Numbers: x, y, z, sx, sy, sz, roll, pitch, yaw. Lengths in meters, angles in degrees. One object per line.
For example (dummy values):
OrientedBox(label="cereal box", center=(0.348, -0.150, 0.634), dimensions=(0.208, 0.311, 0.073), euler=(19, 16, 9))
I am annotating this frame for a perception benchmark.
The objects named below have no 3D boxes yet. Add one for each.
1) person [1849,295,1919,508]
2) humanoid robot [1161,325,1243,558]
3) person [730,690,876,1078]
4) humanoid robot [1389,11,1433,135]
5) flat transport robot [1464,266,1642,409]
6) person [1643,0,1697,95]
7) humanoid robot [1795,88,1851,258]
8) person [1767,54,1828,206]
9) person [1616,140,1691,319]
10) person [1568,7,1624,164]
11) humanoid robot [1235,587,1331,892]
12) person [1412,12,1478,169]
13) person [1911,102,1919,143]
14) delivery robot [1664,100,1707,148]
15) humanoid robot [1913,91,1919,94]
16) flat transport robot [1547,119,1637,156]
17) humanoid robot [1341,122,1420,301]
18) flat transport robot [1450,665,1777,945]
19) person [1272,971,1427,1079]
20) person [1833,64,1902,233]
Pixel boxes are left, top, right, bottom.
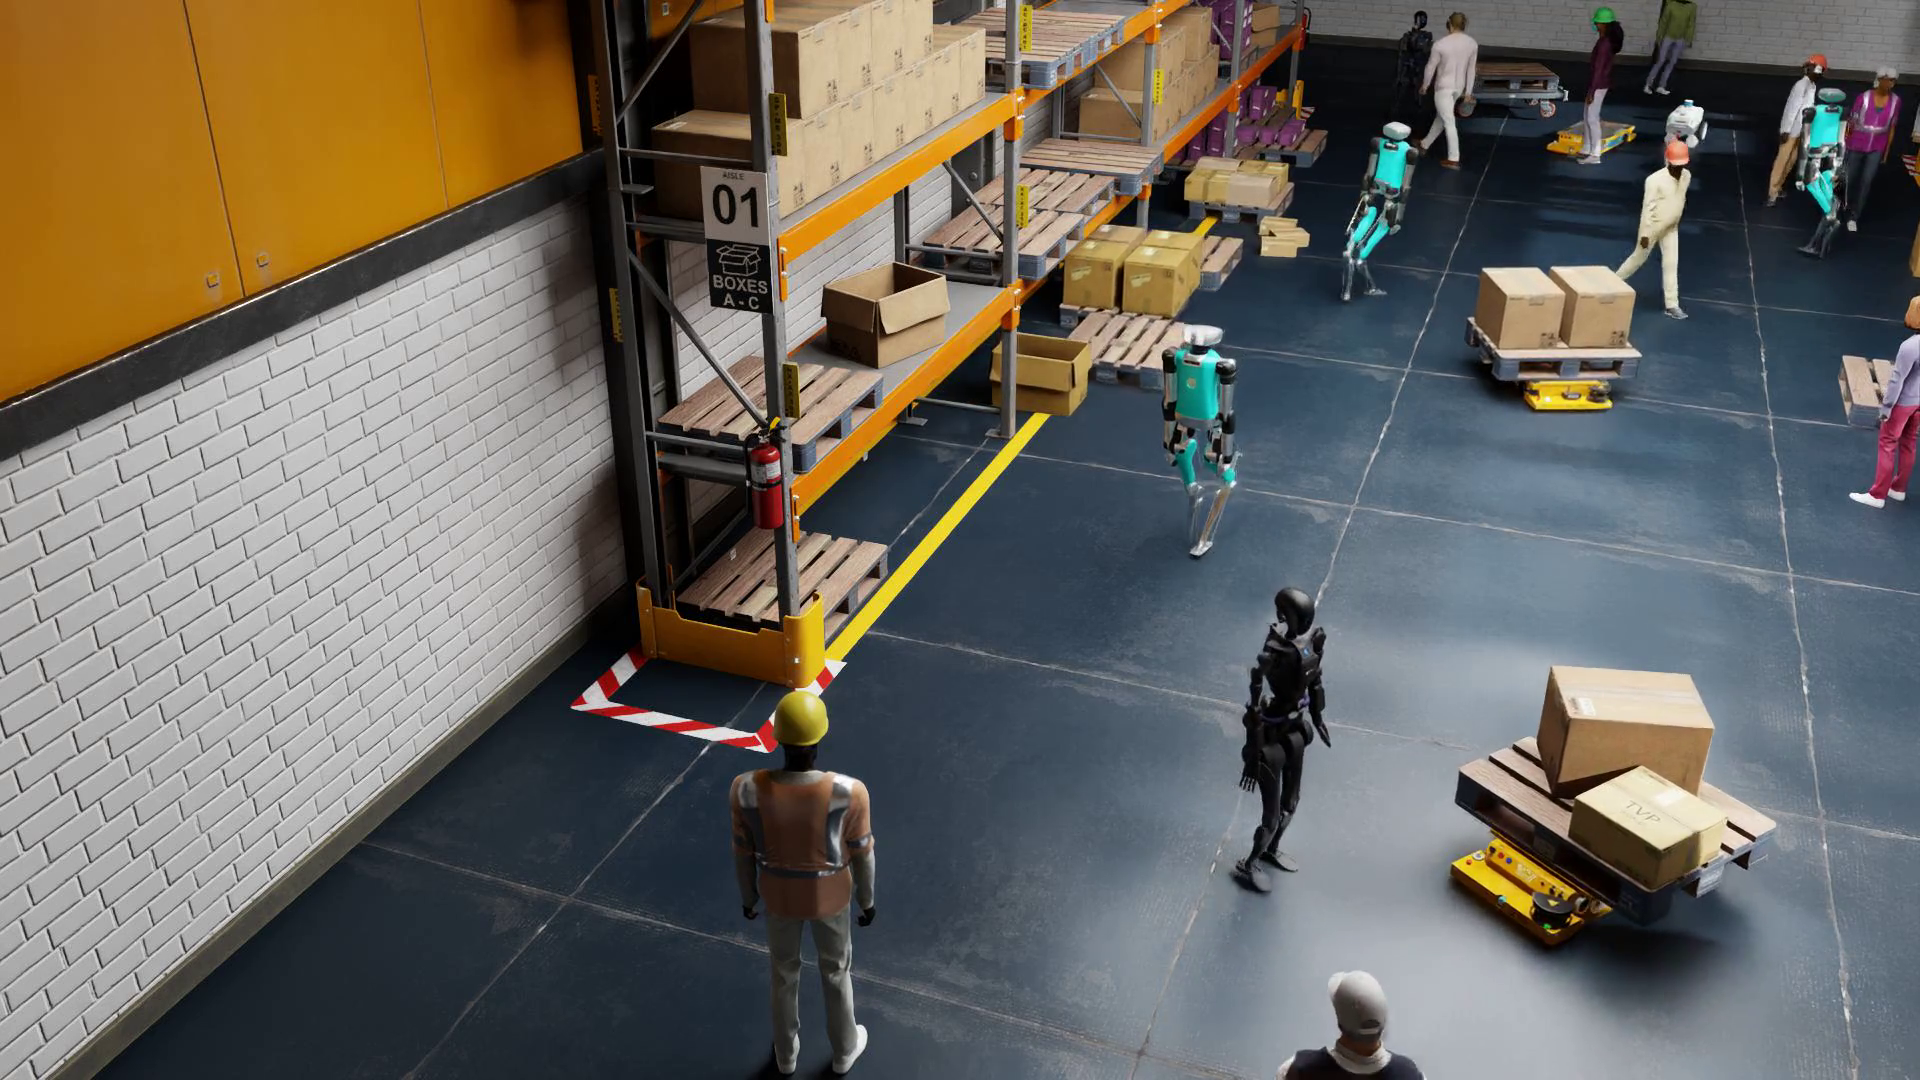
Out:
OrientedBox(label="person", center=(6.948, -1.015, 12.240), dimensions=(0.501, 1.628, 0.281), euler=(-15, 31, -27))
OrientedBox(label="humanoid robot", center=(1.720, -0.638, 11.504), dimensions=(0.541, 1.902, 0.708), euler=(17, 32, 30))
OrientedBox(label="person", center=(-0.651, 1.482, 7.067), dimensions=(0.593, 1.926, 0.364), euler=(1, 27, 2))
OrientedBox(label="humanoid robot", center=(6.097, -6.297, 22.448), dimensions=(0.601, 1.640, 0.583), euler=(-11, 29, -20))
OrientedBox(label="flat transport robot", center=(5.163, -1.494, 14.648), dimensions=(0.659, 0.231, 1.431), euler=(-1, 27, -1))
OrientedBox(label="person", center=(10.601, -7.432, 24.687), dimensions=(0.568, 1.610, 0.363), euler=(-3, 27, -5))
OrientedBox(label="humanoid robot", center=(9.153, -3.757, 17.536), dimensions=(0.530, 1.869, 0.787), euler=(-6, 28, -11))
OrientedBox(label="person", center=(9.779, -4.793, 19.485), dimensions=(0.329, 1.704, 0.662), euler=(20, 34, 34))
OrientedBox(label="person", center=(6.767, -3.053, 16.113), dimensions=(0.589, 1.697, 0.904), euler=(-13, 30, -24))
OrientedBox(label="person", center=(8.080, -5.764, 21.115), dimensions=(0.444, 1.938, 0.505), euler=(14, 30, 25))
OrientedBox(label="humanoid robot", center=(1.627, 0.970, 8.329), dimensions=(0.609, 1.655, 0.329), euler=(-22, 35, -37))
OrientedBox(label="person", center=(6.159, -5.729, 21.105), dimensions=(0.616, 1.870, 1.031), euler=(-11, 29, -20))
OrientedBox(label="person", center=(13.047, -6.221, 22.105), dimensions=(0.430, 1.840, 0.626), euler=(14, 30, 24))
OrientedBox(label="delivery robot", center=(9.732, -5.590, 22.298), dimensions=(0.522, 0.609, 0.780), euler=(16, 31, 28))
OrientedBox(label="humanoid robot", center=(14.521, -7.385, 24.524), dimensions=(0.315, 1.657, 0.599), euler=(-13, 30, -23))
OrientedBox(label="flat transport robot", center=(8.427, -5.353, 22.134), dimensions=(0.659, 0.231, 1.431), euler=(21, 34, 35))
OrientedBox(label="humanoid robot", center=(3.995, -3.129, 16.264), dimensions=(0.809, 1.810, 0.570), euler=(-24, 36, -38))
OrientedBox(label="flat transport robot", center=(3.299, 1.607, 8.633), dimensions=(1.431, 0.231, 0.659), euler=(-16, 31, -28))
OrientedBox(label="person", center=(1.303, 2.256, 5.804), dimensions=(0.751, 1.712, 0.933), euler=(-2, 27, -4))
OrientedBox(label="person", center=(10.114, -4.399, 18.578), dimensions=(0.536, 1.831, 0.589), euler=(8, 28, 16))
